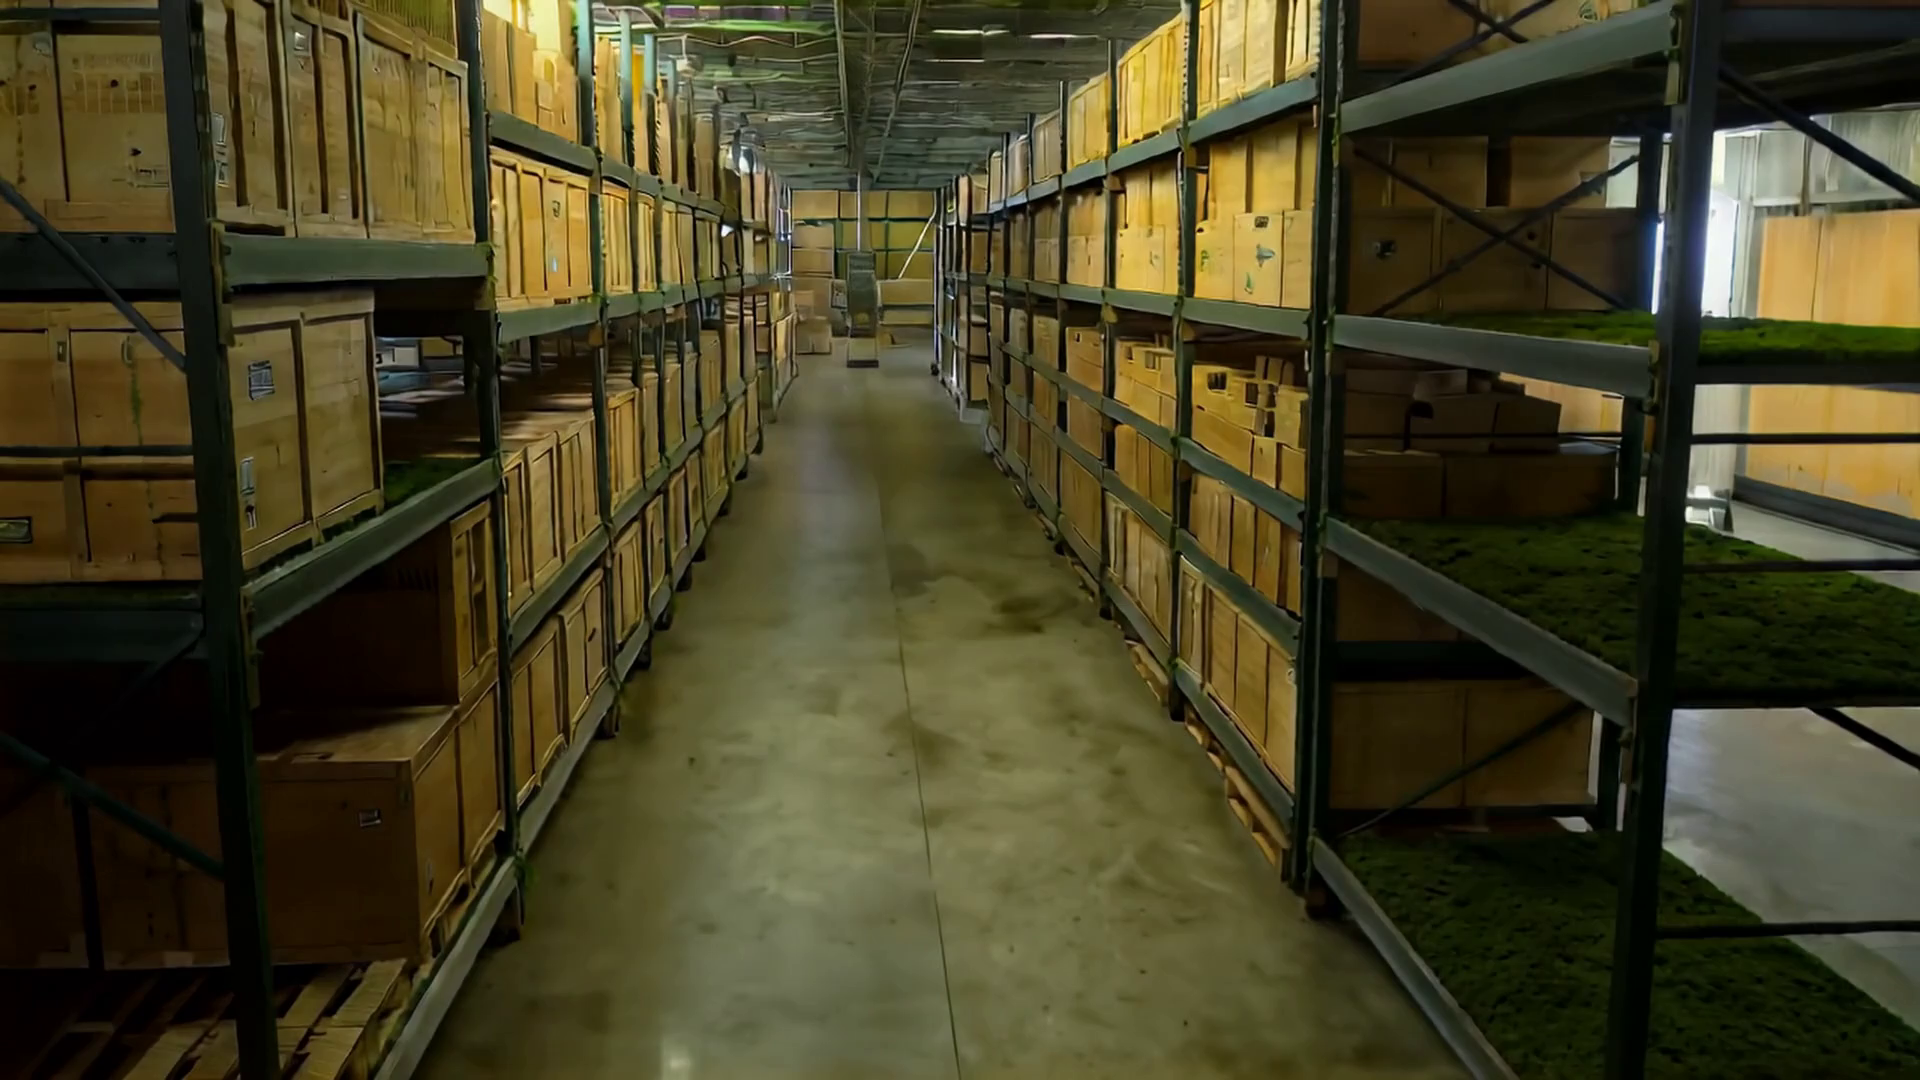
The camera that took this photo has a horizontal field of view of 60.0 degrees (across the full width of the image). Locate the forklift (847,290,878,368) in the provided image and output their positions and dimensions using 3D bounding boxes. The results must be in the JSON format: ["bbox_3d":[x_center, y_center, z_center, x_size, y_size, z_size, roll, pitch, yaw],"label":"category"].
[{"bbox_3d":[-3.542,-7.642,60.118,1.129,2.768,1.873,-1,10,-4],"label":"forklift"}]

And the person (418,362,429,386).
[{"bbox_3d":[-12.318,-3.333,38.236,0.871,1.586,0.519,-1,10,-6],"label":"person"}]

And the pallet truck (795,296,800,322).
[{"bbox_3d":[-8.622,-12.439,91.403,1.885,1.965,0.823,2,10,13],"label":"pallet truck"}]
